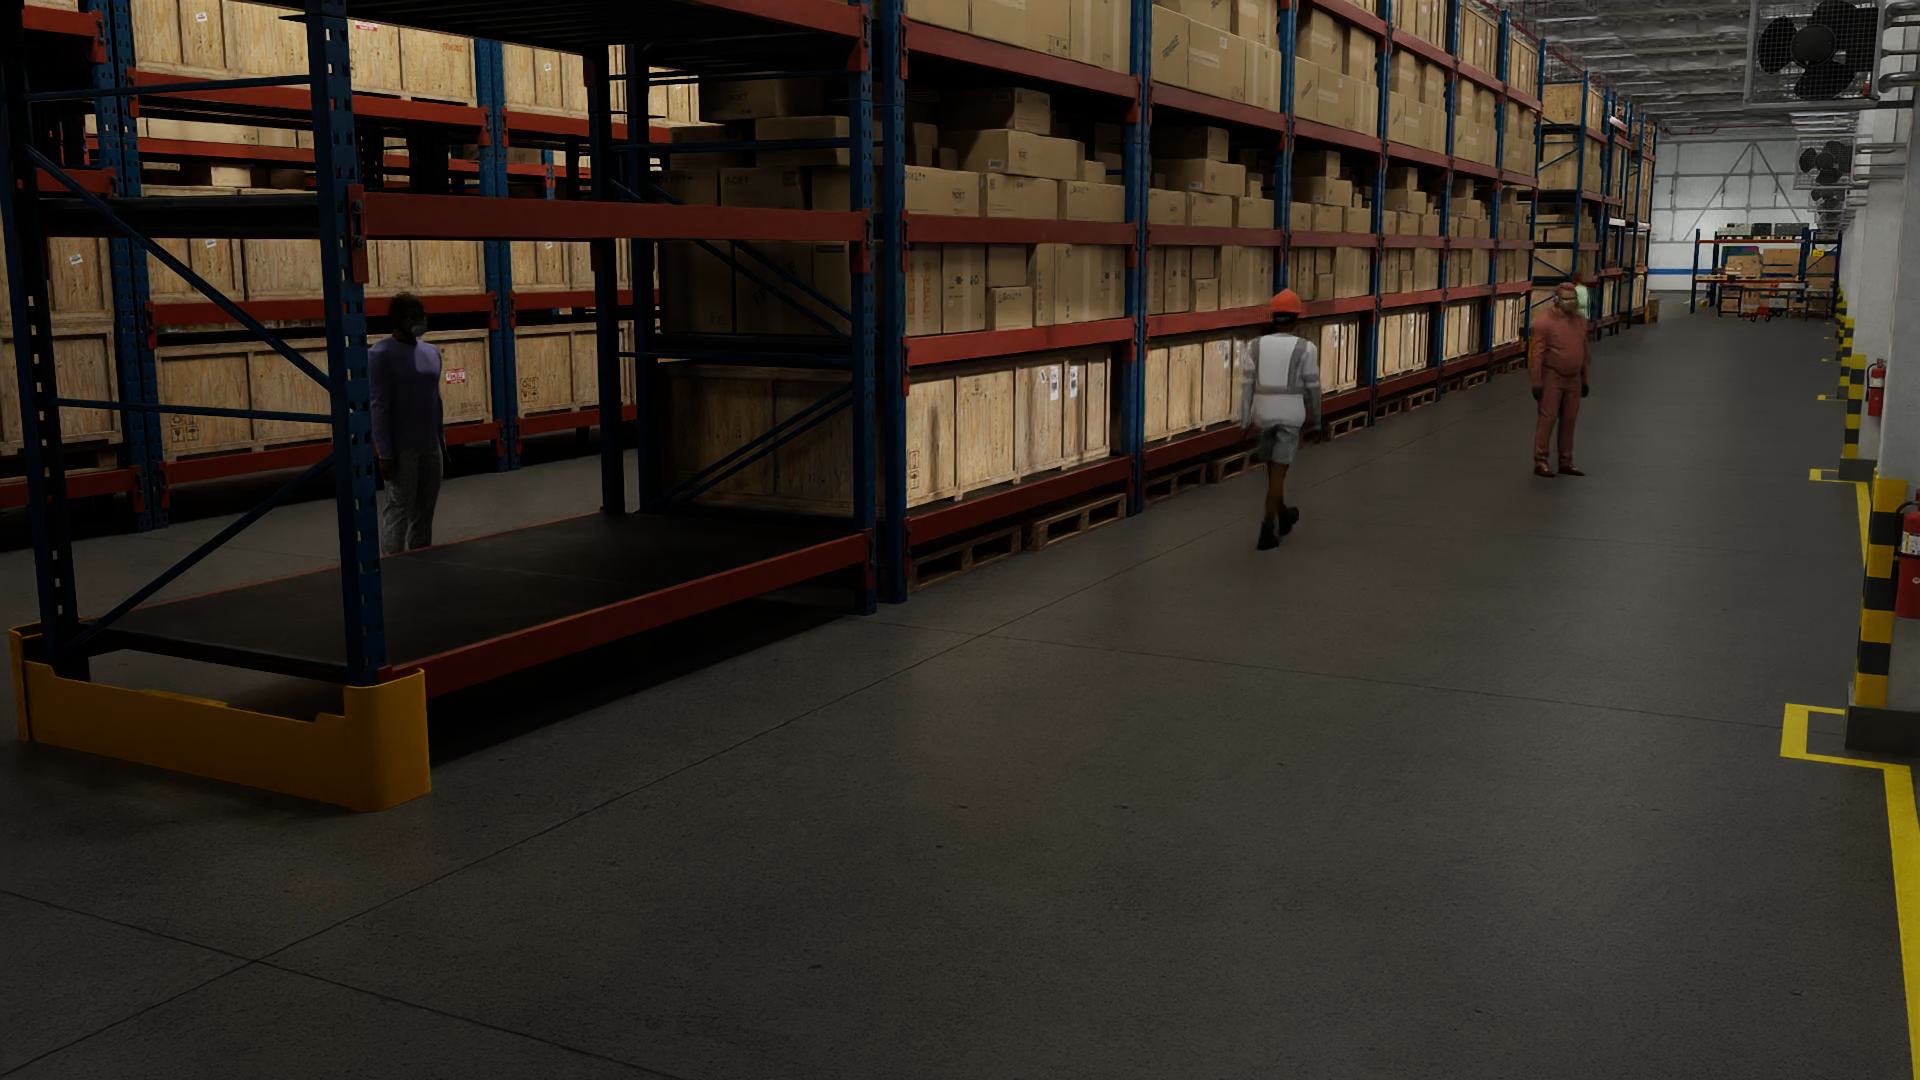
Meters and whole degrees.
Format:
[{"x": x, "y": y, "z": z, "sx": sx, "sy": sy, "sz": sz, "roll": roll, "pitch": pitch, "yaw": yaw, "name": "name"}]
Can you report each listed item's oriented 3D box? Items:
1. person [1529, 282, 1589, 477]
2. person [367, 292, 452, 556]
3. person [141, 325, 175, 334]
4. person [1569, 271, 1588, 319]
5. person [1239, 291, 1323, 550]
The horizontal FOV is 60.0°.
[{"x": 5.854, "y": -1.557, "z": 16.216, "sx": 0.658, "sy": 1.895, "sz": 0.398, "roll": -4, "pitch": 10, "yaw": -20, "name": "person"}, {"x": -3.399, "y": -0.561, "z": 10.319, "sx": 0.372, "sy": 1.940, "sz": 0.631, "roll": 4, "pitch": 10, "yaw": 20, "name": "person"}, {"x": -8.222, "y": -1.623, "z": 17.048, "sx": 0.512, "sy": 1.726, "sz": 0.377, "roll": 4, "pitch": 11, "yaw": 24, "name": "person"}, {"x": 11.659, "y": -4.172, "z": 31.521, "sx": 0.589, "sy": 1.832, "sz": 0.436, "roll": -9, "pitch": 13, "yaw": -42, "name": "person"}, {"x": 2.442, "y": -0.905, "z": 12.460, "sx": 0.570, "sy": 1.888, "sz": 0.974, "roll": 6, "pitch": 12, "yaw": 33, "name": "person"}]
